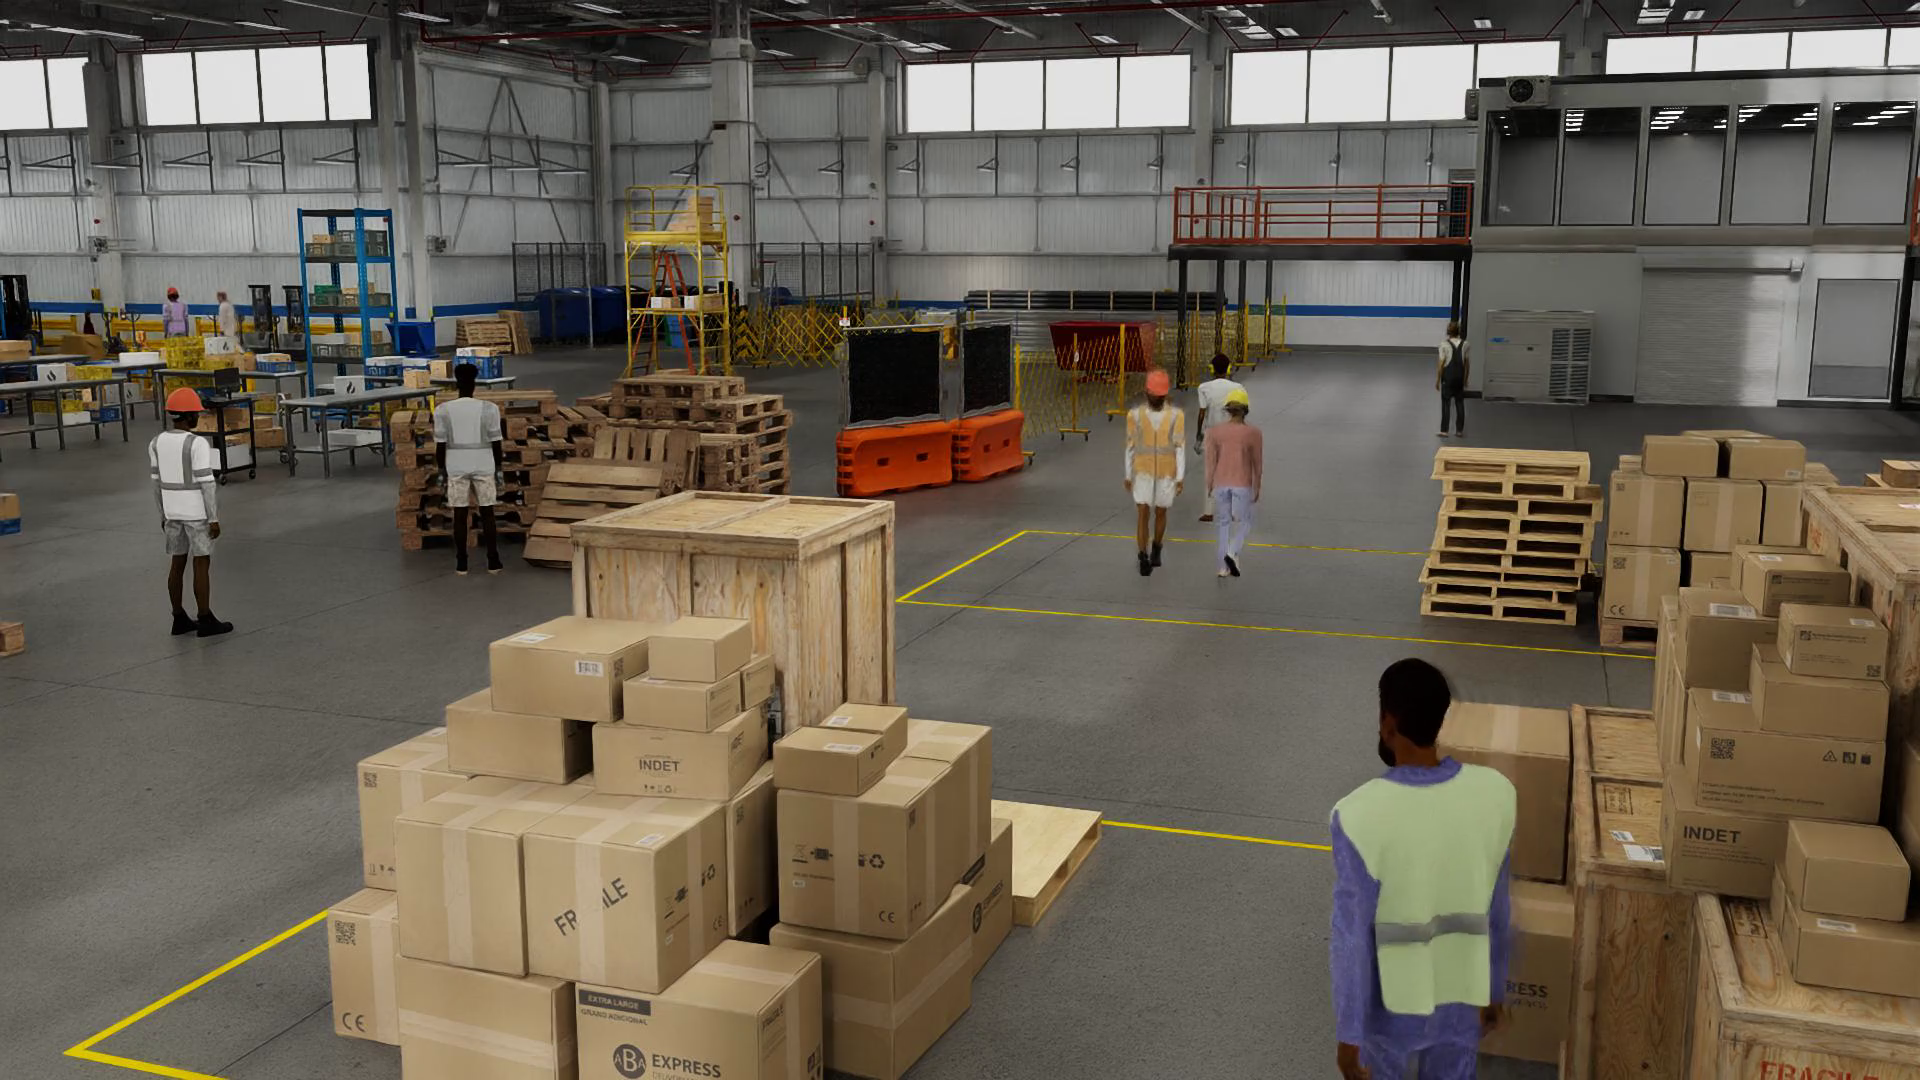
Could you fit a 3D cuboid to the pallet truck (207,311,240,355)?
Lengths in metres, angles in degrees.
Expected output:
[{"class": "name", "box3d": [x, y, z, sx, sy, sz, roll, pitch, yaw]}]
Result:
[{"class": "pallet truck", "box3d": [-19.537, -5.575, 44.913, 0.653, 1.274, 1.630, 3, 11, 19]}]

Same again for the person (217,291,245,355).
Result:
[{"class": "person", "box3d": [-18.383, -5.335, 41.969, 0.850, 1.873, 0.634, -2, 10, -11]}]

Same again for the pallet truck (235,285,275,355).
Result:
[{"class": "pallet truck", "box3d": [-18.327, -5.835, 44.421, 0.823, 1.965, 1.885, 4, 11, 23]}]

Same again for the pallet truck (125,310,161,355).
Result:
[{"class": "pallet truck", "box3d": [-22.038, -5.665, 45.457, 0.704, 1.261, 1.522, 3, 11, 17]}]

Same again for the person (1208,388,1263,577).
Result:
[{"class": "person", "box3d": [2.471, -0.499, 15.078, 0.527, 1.755, 0.471, 5, 11, 28]}]

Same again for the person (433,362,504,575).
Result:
[{"class": "person", "box3d": [-4.508, -0.651, 15.311, 0.603, 1.966, 0.372, -2, 10, -11]}]

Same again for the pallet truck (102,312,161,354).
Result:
[{"class": "pallet truck", "box3d": [-23.057, -5.777, 46.261, 0.680, 1.201, 1.601, 3, 11, 19]}]

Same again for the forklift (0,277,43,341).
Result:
[{"class": "forklift", "box3d": [-27.151, -6.329, 46.328, 1.157, 1.987, 2.680, 3, 11, 17]}]

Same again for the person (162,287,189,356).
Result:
[{"class": "person", "box3d": [-18.537, -4.940, 39.292, 0.402, 2.036, 0.605, 8, 13, 38]}]

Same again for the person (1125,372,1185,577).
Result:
[{"class": "person", "box3d": [1.797, -0.615, 15.395, 0.545, 1.874, 1.029, 1, 10, 4]}]

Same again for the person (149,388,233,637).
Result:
[{"class": "person", "box3d": [-5.985, -0.215, 12.942, 0.552, 1.935, 0.374, 4, 11, 19]}]

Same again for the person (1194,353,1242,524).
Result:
[{"class": "person", "box3d": [2.821, -1.108, 18.172, 0.538, 1.866, 0.312, -1, 10, -4]}]

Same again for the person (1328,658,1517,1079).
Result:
[{"class": "person", "box3d": [1.325, 1.288, 4.614, 0.610, 1.894, 0.780, -3, 11, -19]}]

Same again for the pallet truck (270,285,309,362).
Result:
[{"class": "pallet truck", "box3d": [-17.147, -5.700, 43.663, 0.823, 1.965, 1.885, 3, 11, 17]}]

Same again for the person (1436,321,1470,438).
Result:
[{"class": "person", "box3d": [7.781, -2.534, 26.263, 0.516, 1.843, 0.325, -1, 10, -6]}]
